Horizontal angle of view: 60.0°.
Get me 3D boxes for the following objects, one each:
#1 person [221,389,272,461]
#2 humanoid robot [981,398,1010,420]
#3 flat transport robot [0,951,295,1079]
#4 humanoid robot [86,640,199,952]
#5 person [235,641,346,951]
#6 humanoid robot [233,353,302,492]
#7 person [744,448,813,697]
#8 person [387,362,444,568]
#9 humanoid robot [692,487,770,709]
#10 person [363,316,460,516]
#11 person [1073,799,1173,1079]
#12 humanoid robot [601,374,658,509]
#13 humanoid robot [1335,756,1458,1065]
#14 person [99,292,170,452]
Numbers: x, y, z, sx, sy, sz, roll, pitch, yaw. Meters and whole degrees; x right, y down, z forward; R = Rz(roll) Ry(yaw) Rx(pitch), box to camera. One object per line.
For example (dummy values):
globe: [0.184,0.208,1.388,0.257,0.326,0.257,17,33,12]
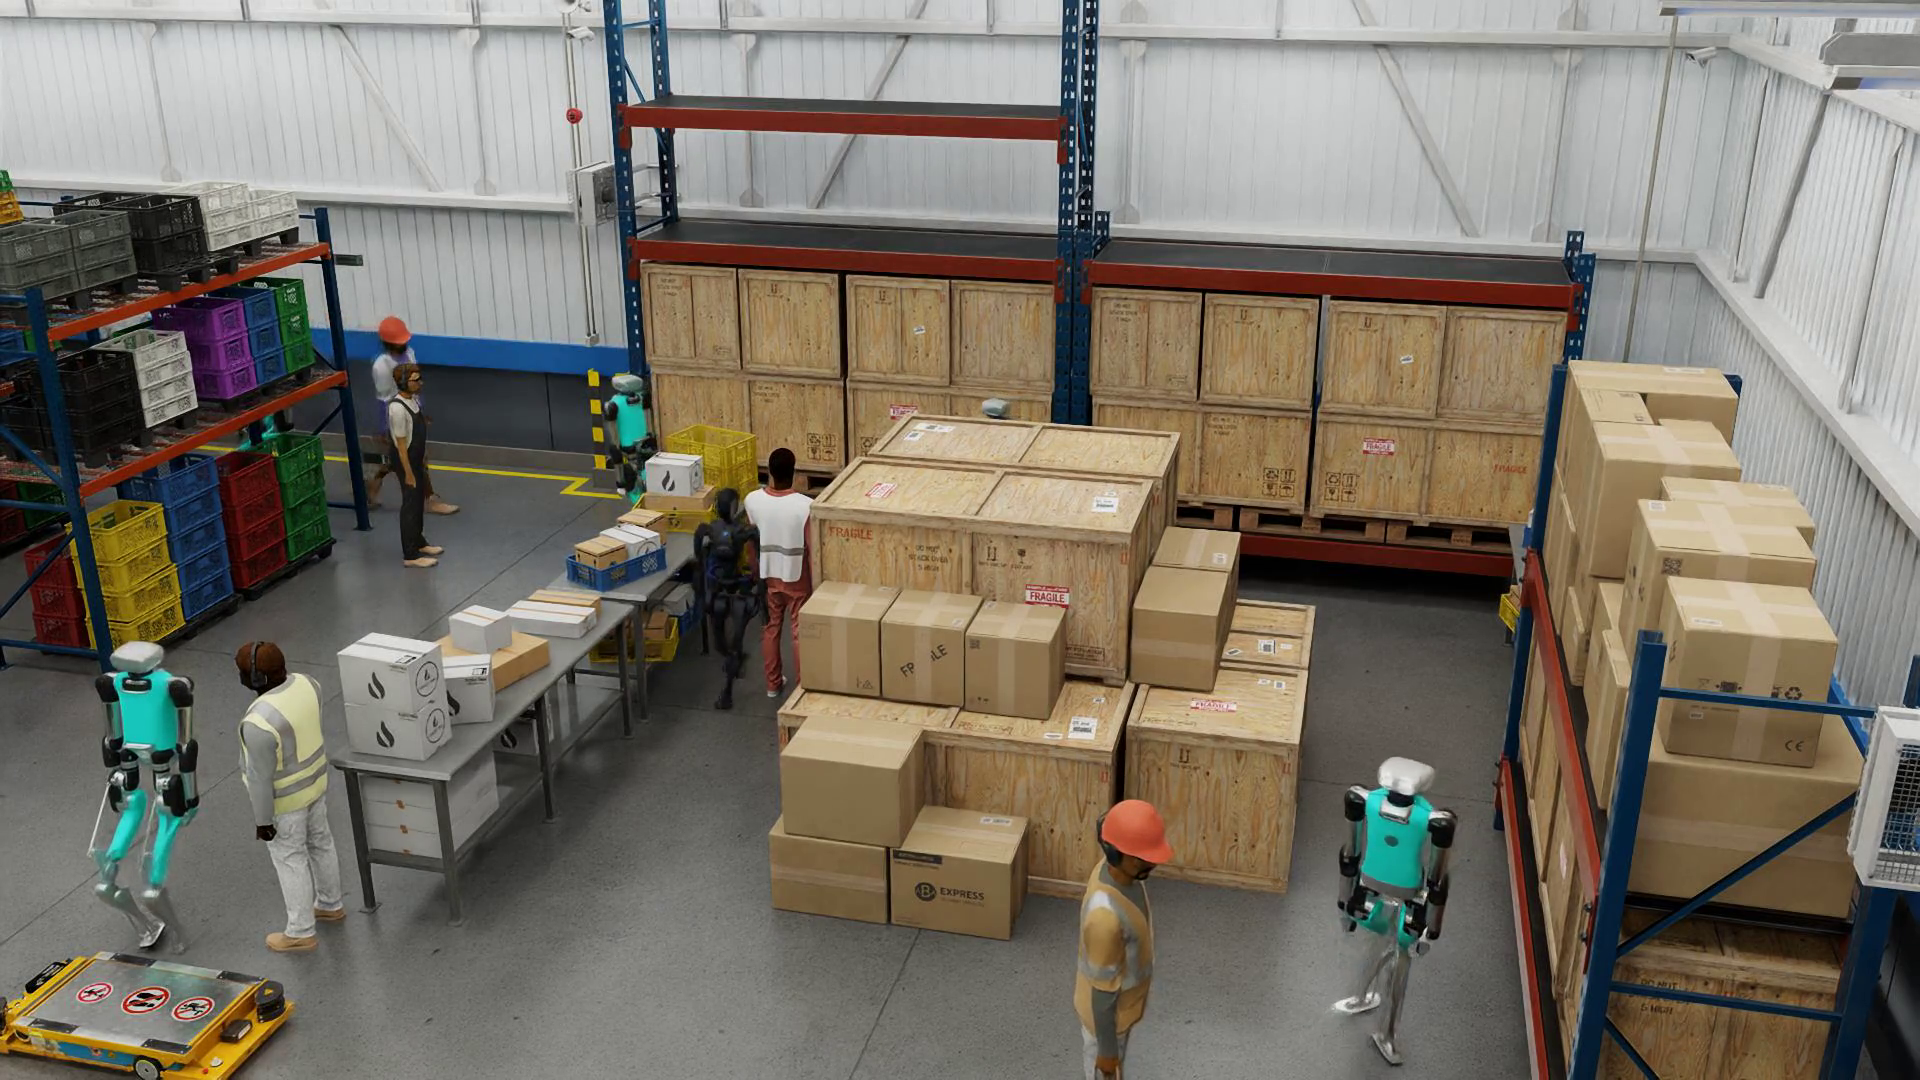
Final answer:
person: [-7.262,-1.534,16.817,0.329,1.872,0.507,11,23,26]
humanoid robot: [0.474,-0.305,13.828,1.046,1.753,0.557,4,21,11]
flat transport robot: [-4.270,2.464,8.601,1.431,0.231,0.659,5,22,13]
humanoid robot: [-4.501,1.518,9.113,0.542,1.838,0.774,2,21,6]
person: [-3.720,1.403,9.190,0.429,1.837,0.622,3,21,9]
humanoid robot: [-6.791,-1.100,15.949,0.547,1.761,1.026,19,28,41]
person: [-1.259,0.257,12.061,0.590,1.921,0.392,8,22,19]
person: [-4.803,-0.659,14.582,0.346,1.837,0.500,-2,21,-6]
humanoid robot: [-1.667,0.376,12.146,0.592,1.643,0.614,2,21,5]
person: [-5.311,-1.167,15.680,0.903,1.995,0.658,3,21,7]
person: [0.700,2.033,7.256,0.398,2.036,0.607,5,21,12]
humanoid robot: [-2.655,-0.539,14.385,0.927,1.742,0.546,12,24,29]
humanoid robot: [2.204,1.778,8.339,0.598,1.773,0.873,12,24,28]
person: [-8.771,-1.840,17.624,0.530,1.864,0.309,-8,22,-21]
